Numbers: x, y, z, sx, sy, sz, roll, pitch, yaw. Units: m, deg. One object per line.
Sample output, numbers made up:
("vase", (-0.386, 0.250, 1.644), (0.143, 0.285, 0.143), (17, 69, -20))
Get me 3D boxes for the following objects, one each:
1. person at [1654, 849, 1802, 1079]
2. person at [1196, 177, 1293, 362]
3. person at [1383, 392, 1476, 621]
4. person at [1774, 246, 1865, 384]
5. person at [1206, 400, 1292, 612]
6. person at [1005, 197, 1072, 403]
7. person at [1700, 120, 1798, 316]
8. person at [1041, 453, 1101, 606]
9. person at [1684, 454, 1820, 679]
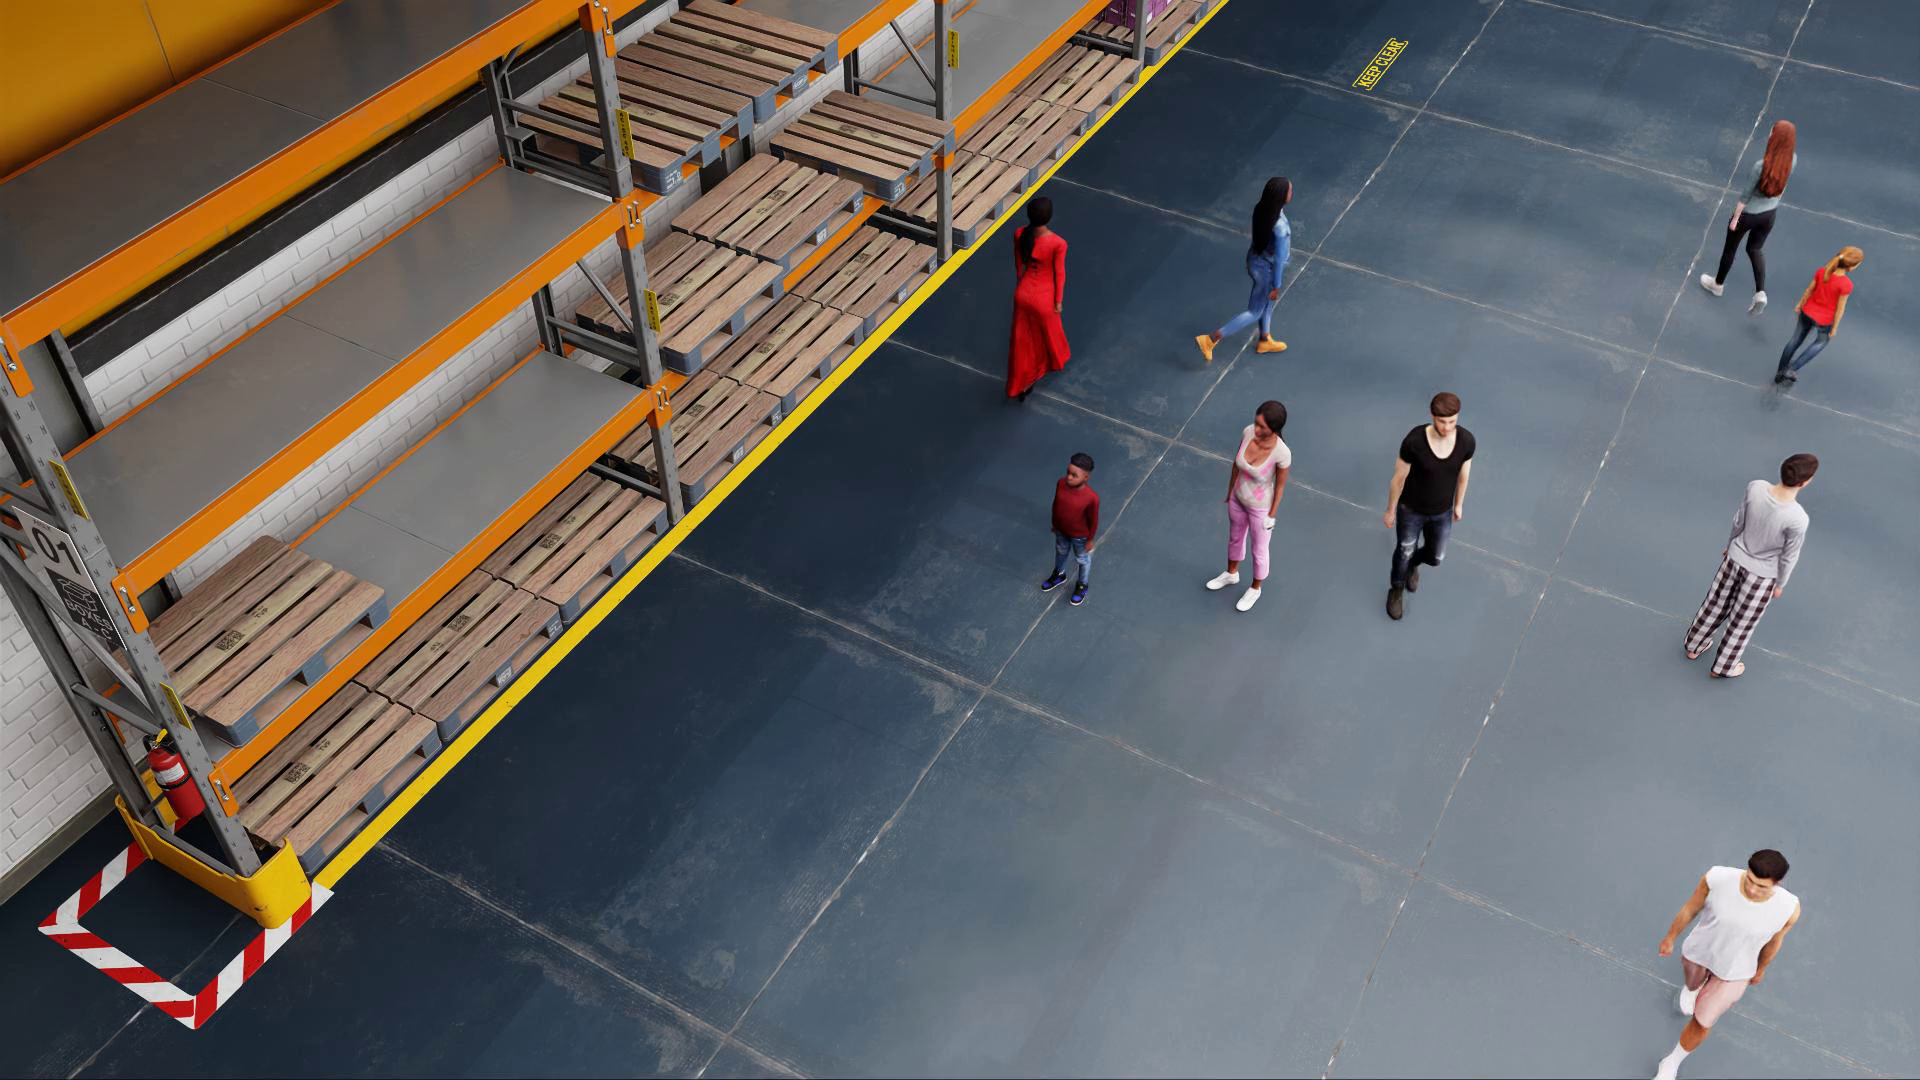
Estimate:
("person", (4.057, 2.126, 8.803), (0.770, 1.756, 1.174), (27, 50, 26))
("person", (2.335, -2.125, 13.317), (1.123, 1.686, 1.075), (-9, 44, -10))
("person", (3.131, -0.292, 11.250), (0.850, 1.883, 0.899), (1, 44, 1))
("person", (6.779, -1.748, 13.202), (0.663, 1.298, 0.648), (-26, 49, -25))
("person", (2.002, -0.254, 11.310), (0.621, 1.745, 0.631), (-30, 51, -28))
("person", (0.547, -1.819, 12.948), (0.653, 1.751, 1.044), (20, 47, 20))
("person", (6.664, -2.653, 13.842), (0.994, 1.726, 1.071), (-10, 45, -10))
("person", (0.790, -0.104, 11.507), (0.530, 1.256, 0.521), (28, 50, 26))
("person", (5.147, 0.166, 10.794), (0.705, 1.848, 0.702), (-21, 48, -21))
